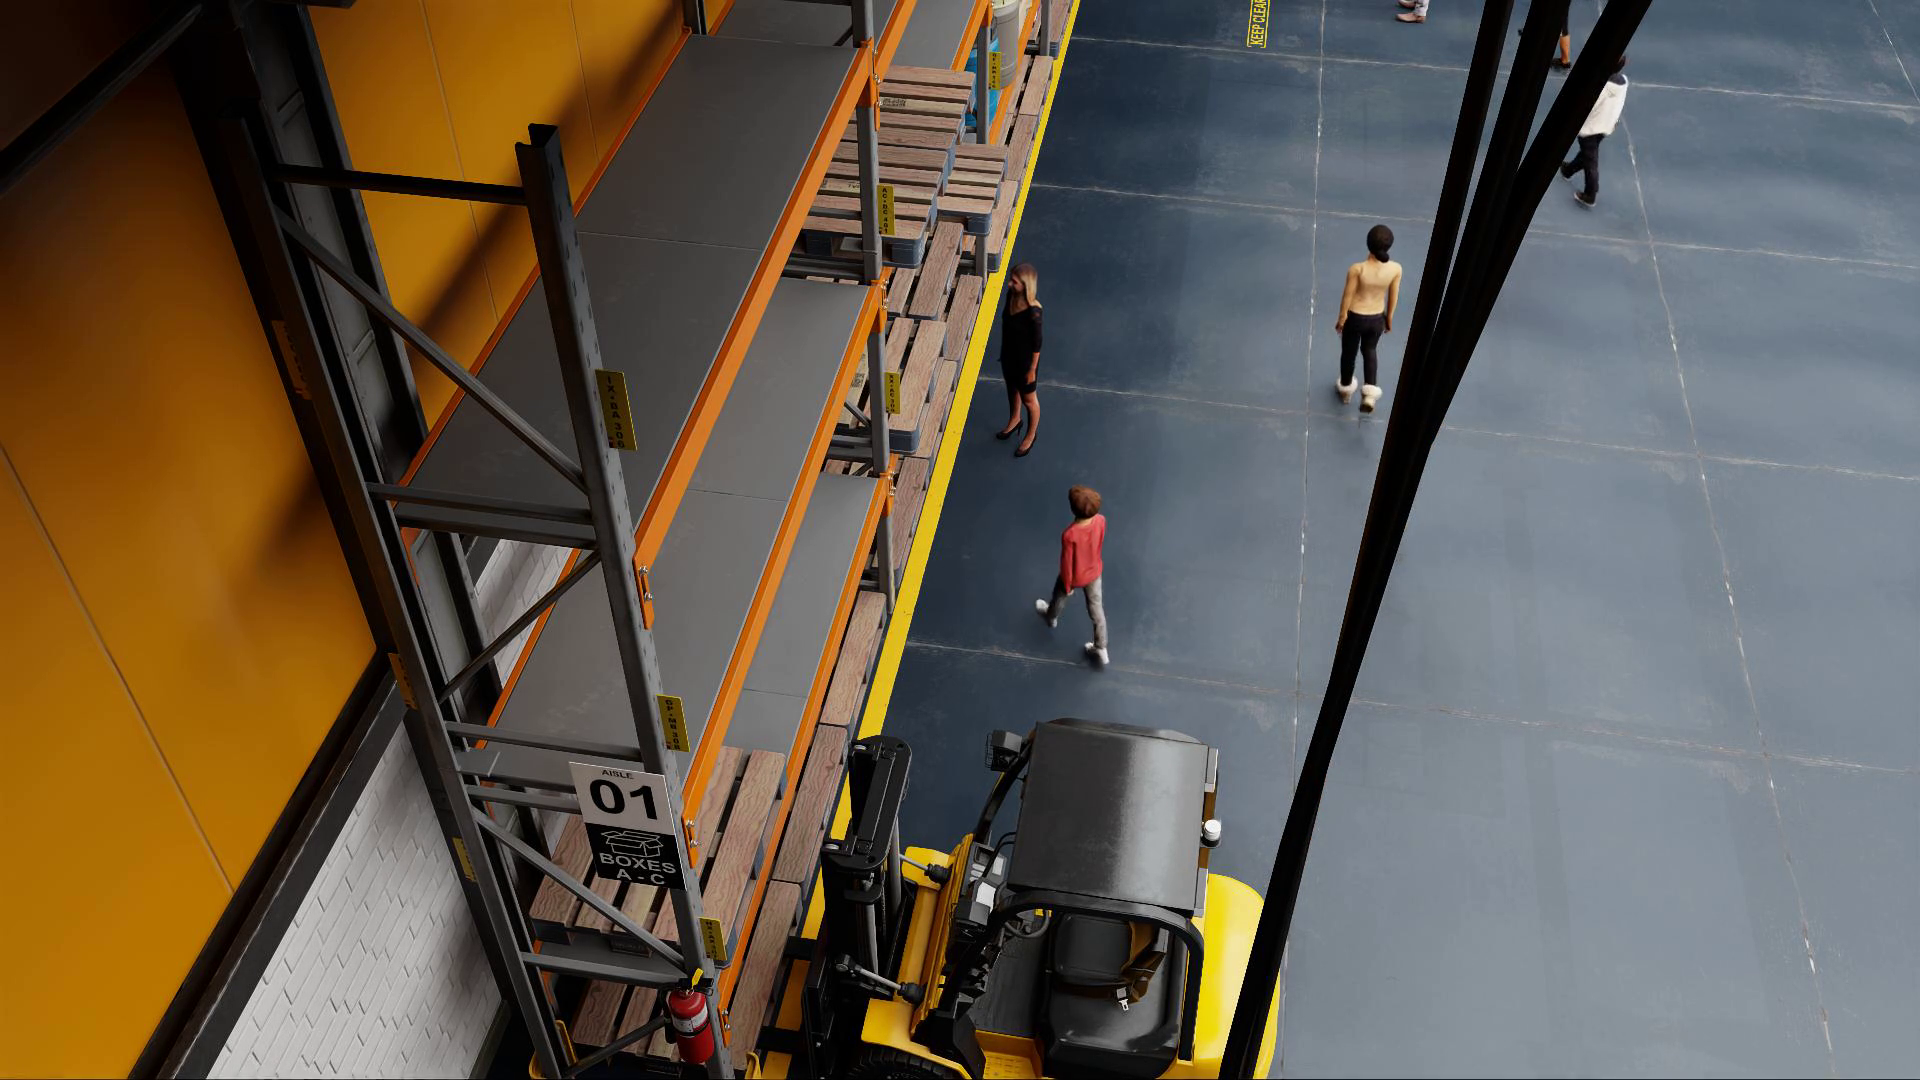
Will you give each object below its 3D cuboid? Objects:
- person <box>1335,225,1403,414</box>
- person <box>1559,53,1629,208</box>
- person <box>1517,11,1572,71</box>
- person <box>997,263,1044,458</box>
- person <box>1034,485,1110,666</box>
[{"bbox_3d":[3.112,-1.645,12.746,0.681,1.644,0.887,-1,44,-1],"label":"person"},{"bbox_3d":[5.794,-3.702,15.068,0.893,1.420,1.038,-16,46,-16],"label":"person"},{"bbox_3d":[6.190,-5.581,16.891,1.021,1.625,1.144,-21,47,-20],"label":"person"},{"bbox_3d":[0.455,-1.354,12.418,0.667,1.676,0.596,-24,48,-23],"label":"person"},{"bbox_3d":[0.844,0.244,10.951,0.881,1.385,0.997,-21,47,-20],"label":"person"}]
